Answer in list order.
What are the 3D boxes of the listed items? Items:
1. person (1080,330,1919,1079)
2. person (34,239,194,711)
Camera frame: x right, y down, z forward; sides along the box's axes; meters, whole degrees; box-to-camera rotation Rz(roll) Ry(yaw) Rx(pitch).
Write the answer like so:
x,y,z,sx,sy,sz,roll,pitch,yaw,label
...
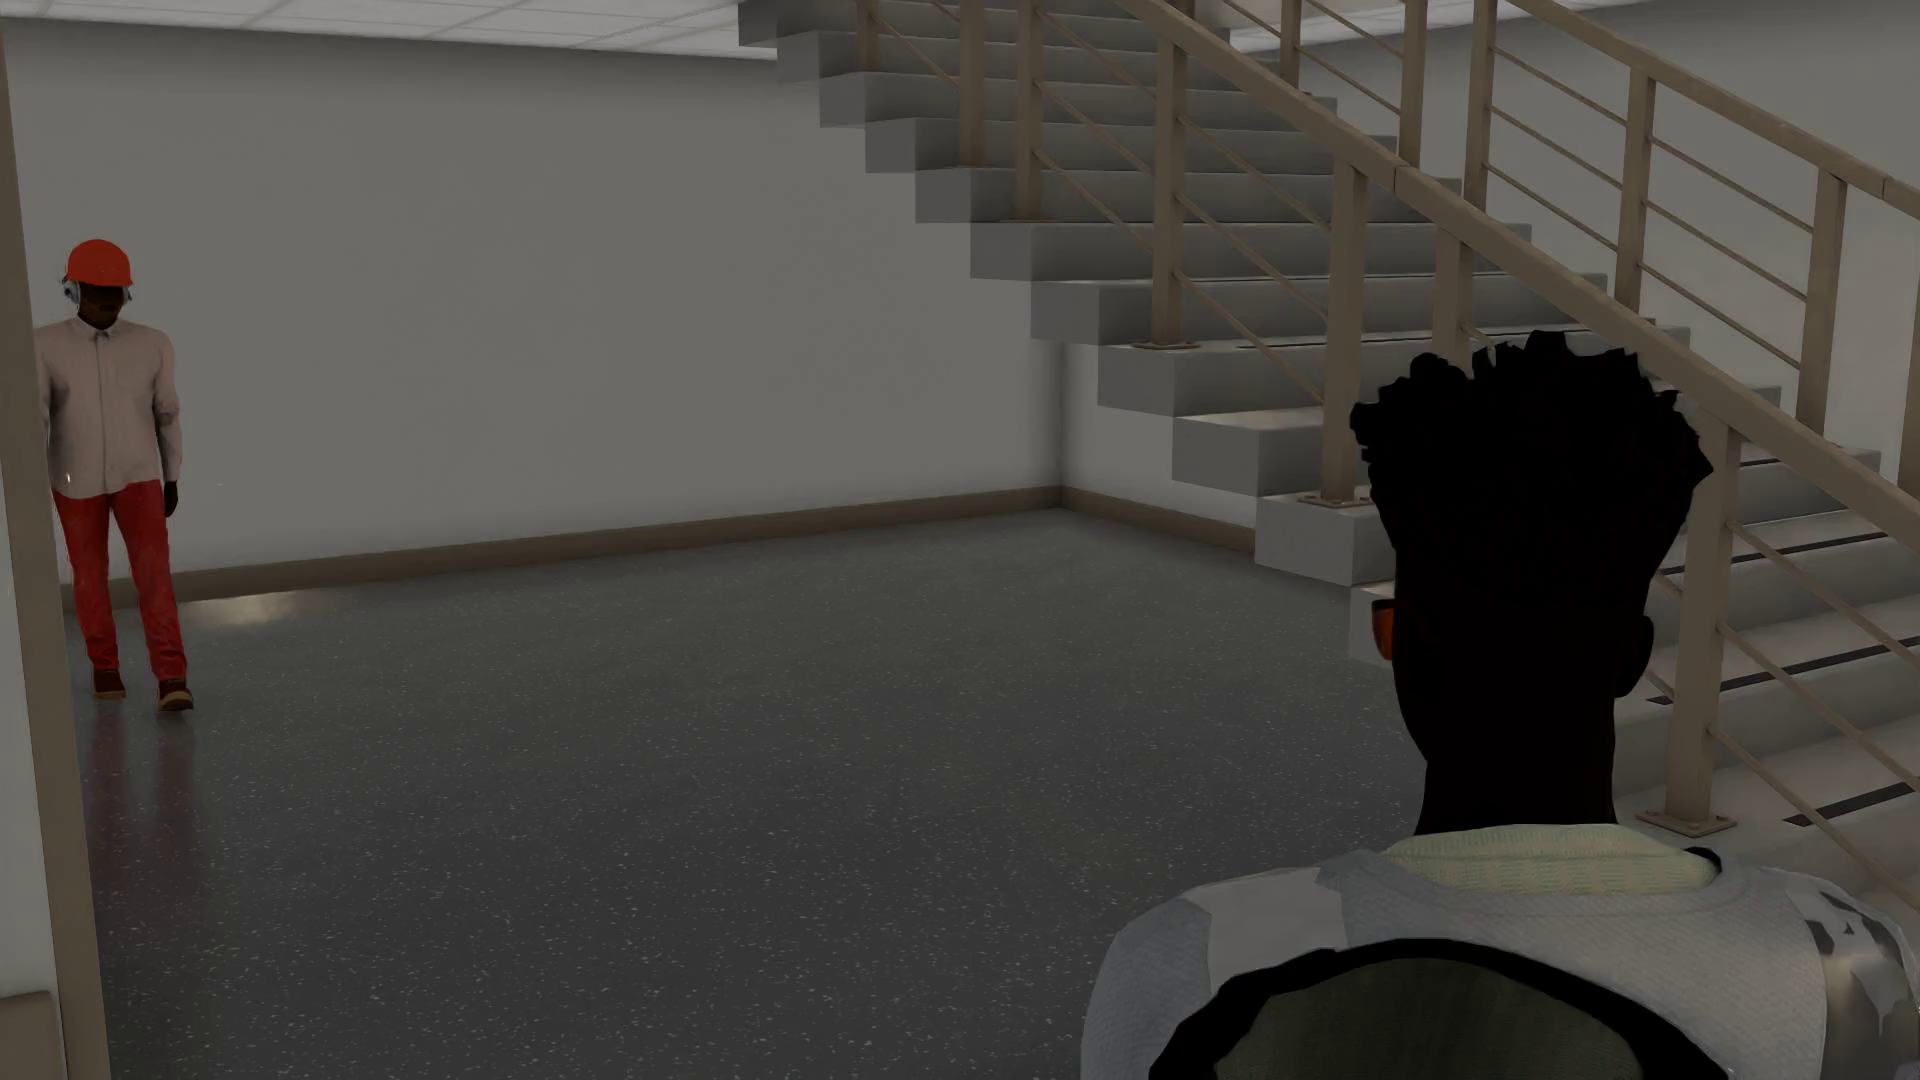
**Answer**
x,y,z,sx,sy,sz,roll,pitch,yaw,label
0.364,0.829,1.239,0.615,1.951,0.389,-2,11,-9,person
-3.489,-0.239,6.832,0.627,1.947,0.992,-7,13,-33,person
